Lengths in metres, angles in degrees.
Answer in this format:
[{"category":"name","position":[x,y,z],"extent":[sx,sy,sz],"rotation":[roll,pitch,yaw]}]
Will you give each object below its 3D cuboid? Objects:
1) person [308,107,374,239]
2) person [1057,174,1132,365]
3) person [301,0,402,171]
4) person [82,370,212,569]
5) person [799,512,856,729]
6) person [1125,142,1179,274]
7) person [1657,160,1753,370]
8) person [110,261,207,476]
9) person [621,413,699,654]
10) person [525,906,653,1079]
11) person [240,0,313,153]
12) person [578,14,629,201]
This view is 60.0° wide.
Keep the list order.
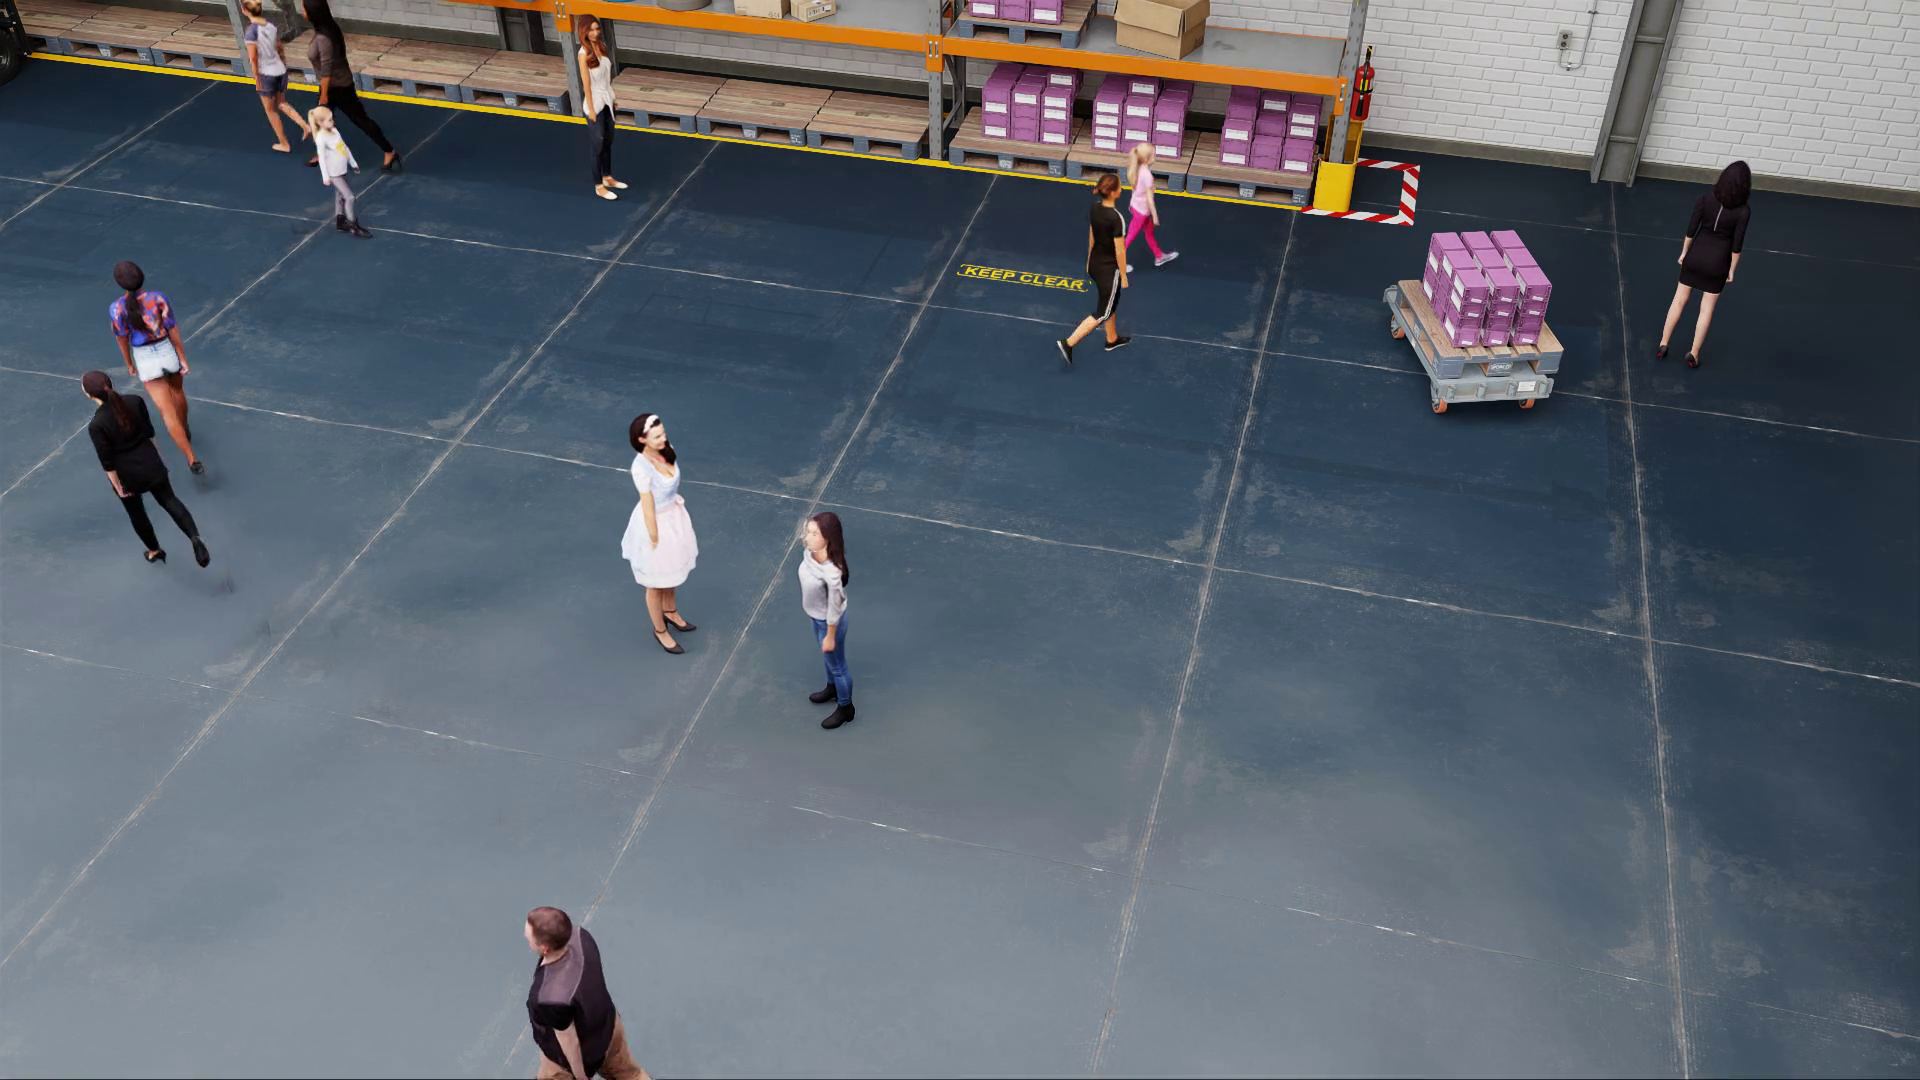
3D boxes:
[{"category":"person","position":[-5.858,-3.429,15.479],"extent":[0.656,1.266,0.546],"rotation":[3,39,4]},{"category":"person","position":[1.129,-2.186,13.621],"extent":[1.073,1.641,0.966],"rotation":[-17,41,-20]},{"category":"person","position":[-5.976,-4.414,16.299],"extent":[1.274,1.782,1.043],"rotation":[-9,39,-11]},{"category":"person","position":[-5.589,-0.431,11.424],"extent":[1.005,1.641,0.784],"rotation":[22,44,25]},{"category":"person","position":[-0.810,0.476,10.293],"extent":[0.698,1.636,0.679],"rotation":[-13,40,-15]},{"category":"person","position":[1.563,-2.948,14.895],"extent":[0.959,1.242,0.739],"rotation":[-6,39,-7]},{"category":"person","position":[6.073,-2.231,13.547],"extent":[0.583,1.804,0.729],"rotation":[29,47,31]},{"category":"person","position":[-5.945,-1.243,12.403],"extent":[1.097,1.688,1.180],"rotation":[-22,43,-25]},{"category":"person","position":[-1.948,-0.056,10.813],"extent":[0.700,1.818,0.686],"rotation":[11,40,13]},{"category":"person","position":[-1.687,2.348,7.815],"extent":[1.124,1.802,0.784],"rotation":[4,39,5]},{"category":"person","position":[-6.888,-4.674,16.760],"extent":[0.668,1.611,0.581],"rotation":[12,40,15]},{"category":"person","position":[-3.485,-4.181,16.003],"extent":[0.552,1.785,0.603],"rotation":[14,41,17]}]
